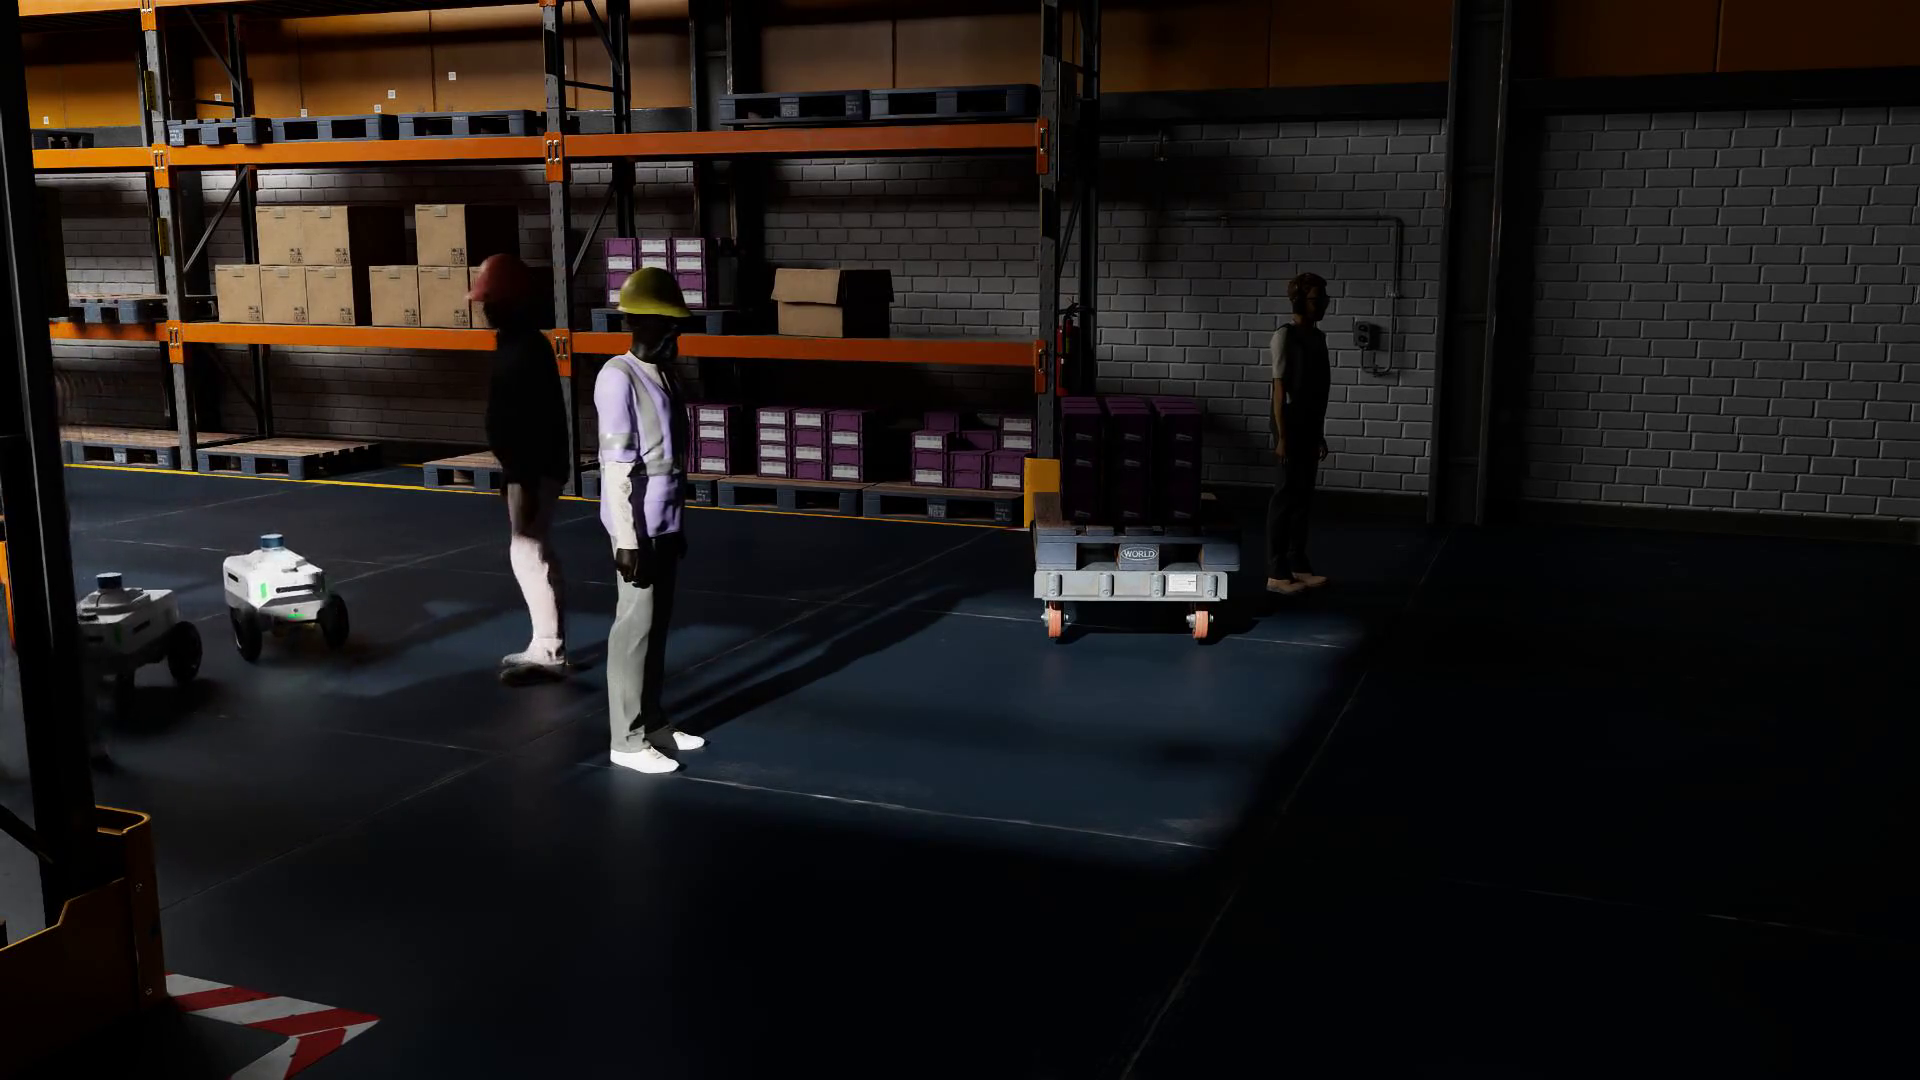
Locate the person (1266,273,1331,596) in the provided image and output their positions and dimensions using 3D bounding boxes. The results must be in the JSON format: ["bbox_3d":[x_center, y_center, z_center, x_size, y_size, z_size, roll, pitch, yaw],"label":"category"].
[{"bbox_3d":[1.967,-0.608,9.593,0.342,1.846,0.509,8,13,37],"label":"person"}]

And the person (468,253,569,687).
[{"bbox_3d":[-2.000,-0.308,7.593,0.437,1.973,0.667,-5,11,-25],"label":"person"}]

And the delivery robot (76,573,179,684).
[{"bbox_3d":[-3.750,0.389,7.371,0.477,0.478,0.707,-1,10,-5],"label":"delivery robot"}]

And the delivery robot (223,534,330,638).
[{"bbox_3d":[-3.435,0.215,8.340,0.477,0.478,0.707,-8,13,-37],"label":"delivery robot"}]

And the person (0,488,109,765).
[{"bbox_3d":[-3.726,-0.046,6.375,0.955,1.877,0.629,3,10,14],"label":"person"}]

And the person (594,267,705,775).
[{"bbox_3d":[-1.180,-0.078,6.409,0.382,1.924,0.594,2,10,9],"label":"person"}]
